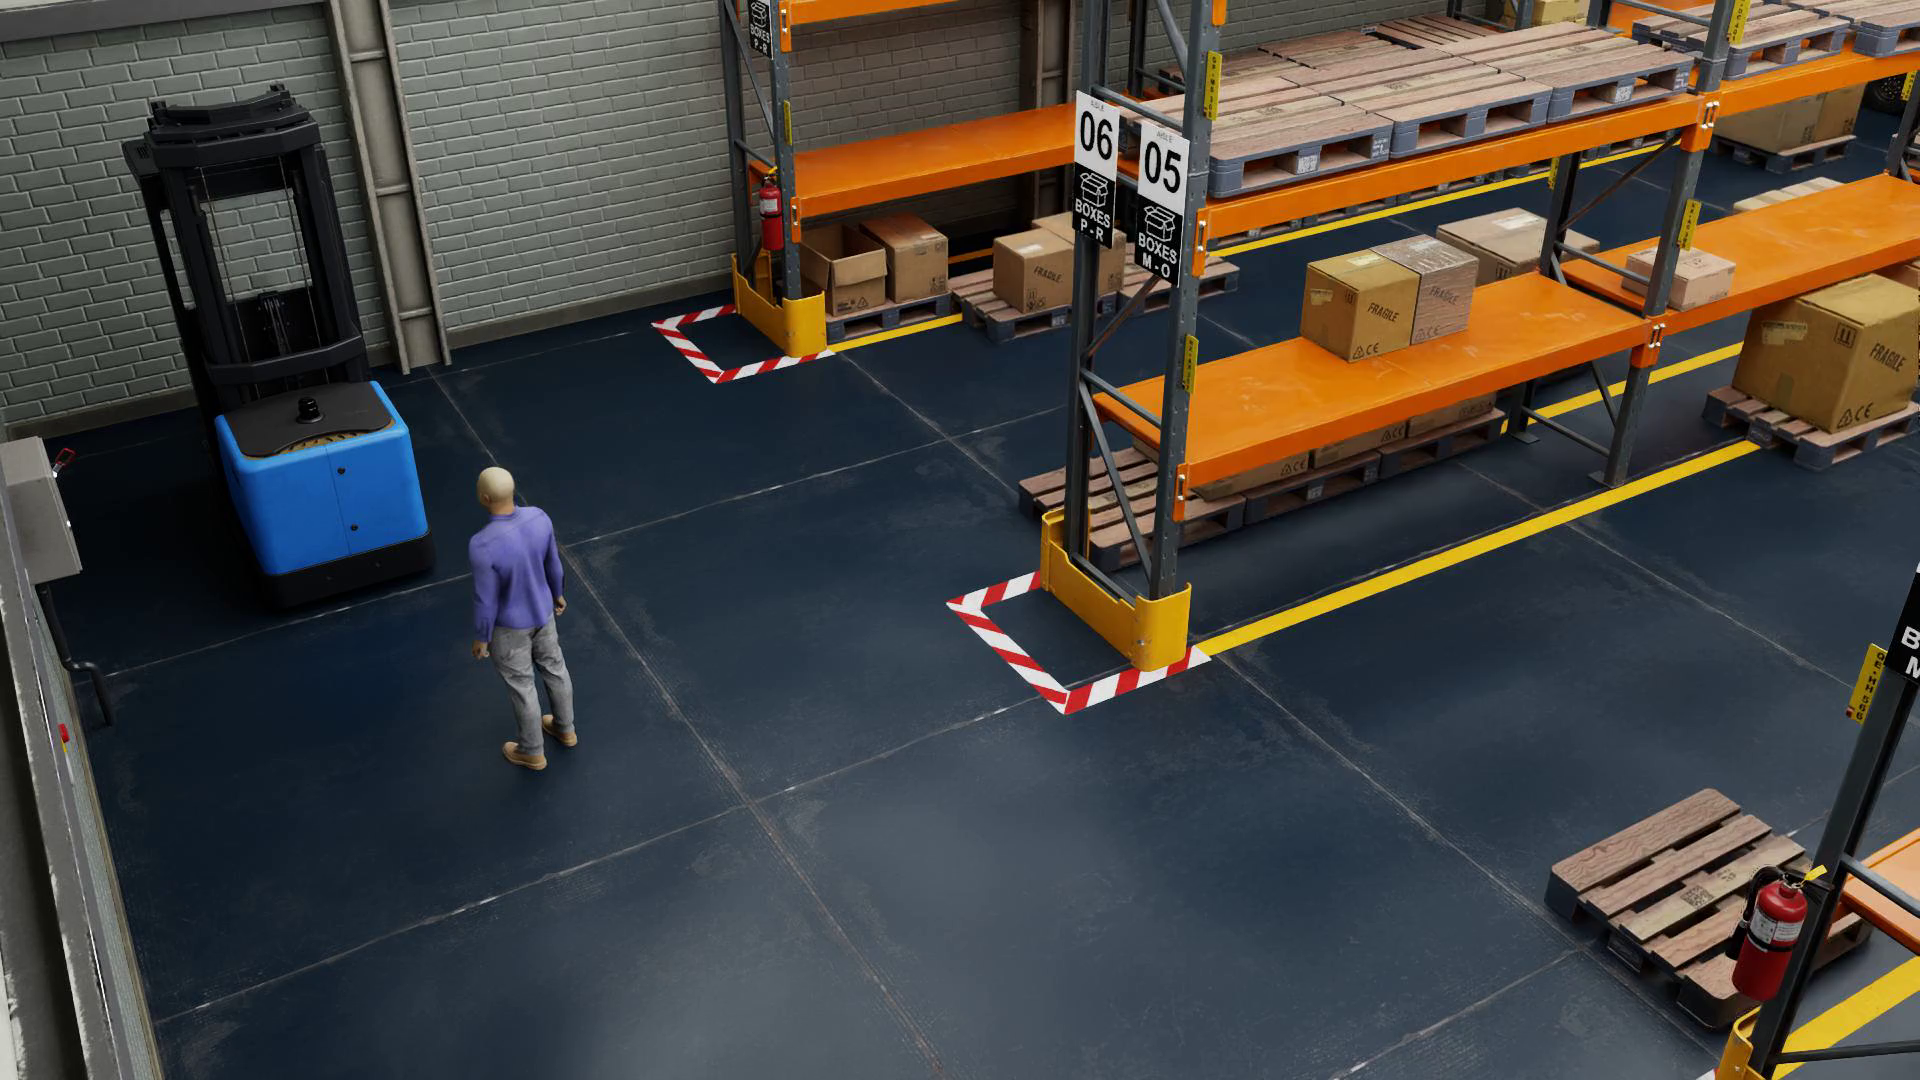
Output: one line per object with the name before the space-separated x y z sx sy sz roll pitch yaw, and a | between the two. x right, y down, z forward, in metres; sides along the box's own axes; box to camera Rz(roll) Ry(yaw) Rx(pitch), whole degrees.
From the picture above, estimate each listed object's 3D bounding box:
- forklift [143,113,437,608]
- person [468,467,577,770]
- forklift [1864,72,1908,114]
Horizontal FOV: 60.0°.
forklift | -4.289 -1.259 10.509 1.129 2.768 1.873 -17 36 -26
person | -2.312 0.421 8.806 0.380 1.797 0.608 21 37 30
forklift | 11.468 -5.645 18.244 1.214 2.155 2.313 -17 36 -26
